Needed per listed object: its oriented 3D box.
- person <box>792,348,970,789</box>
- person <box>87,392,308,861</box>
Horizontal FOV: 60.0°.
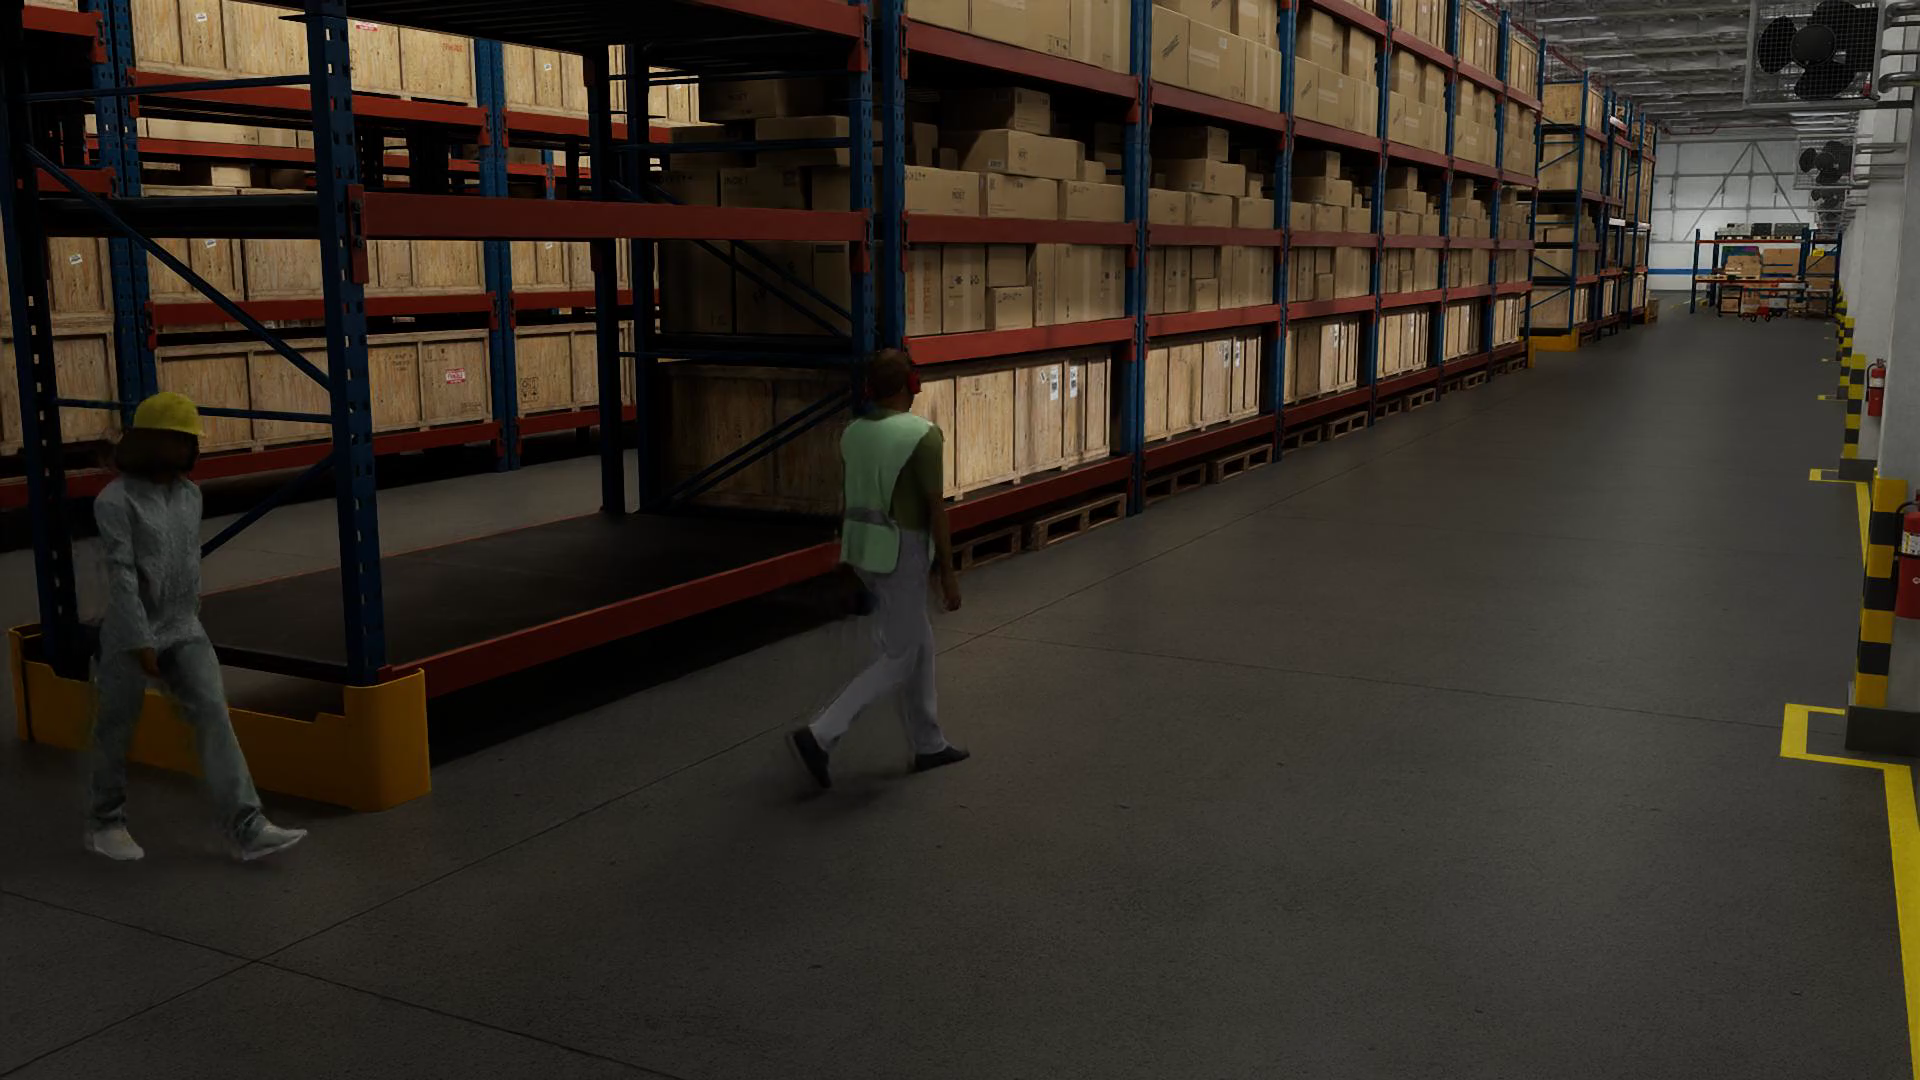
[{"bbox_3d":[-0.323,0.116,6.813,0.845,1.795,0.578,-7,12,-34],"label":"person"},{"bbox_3d":[-2.784,0.334,5.876,0.896,1.682,0.506,4,11,22],"label":"person"}]
